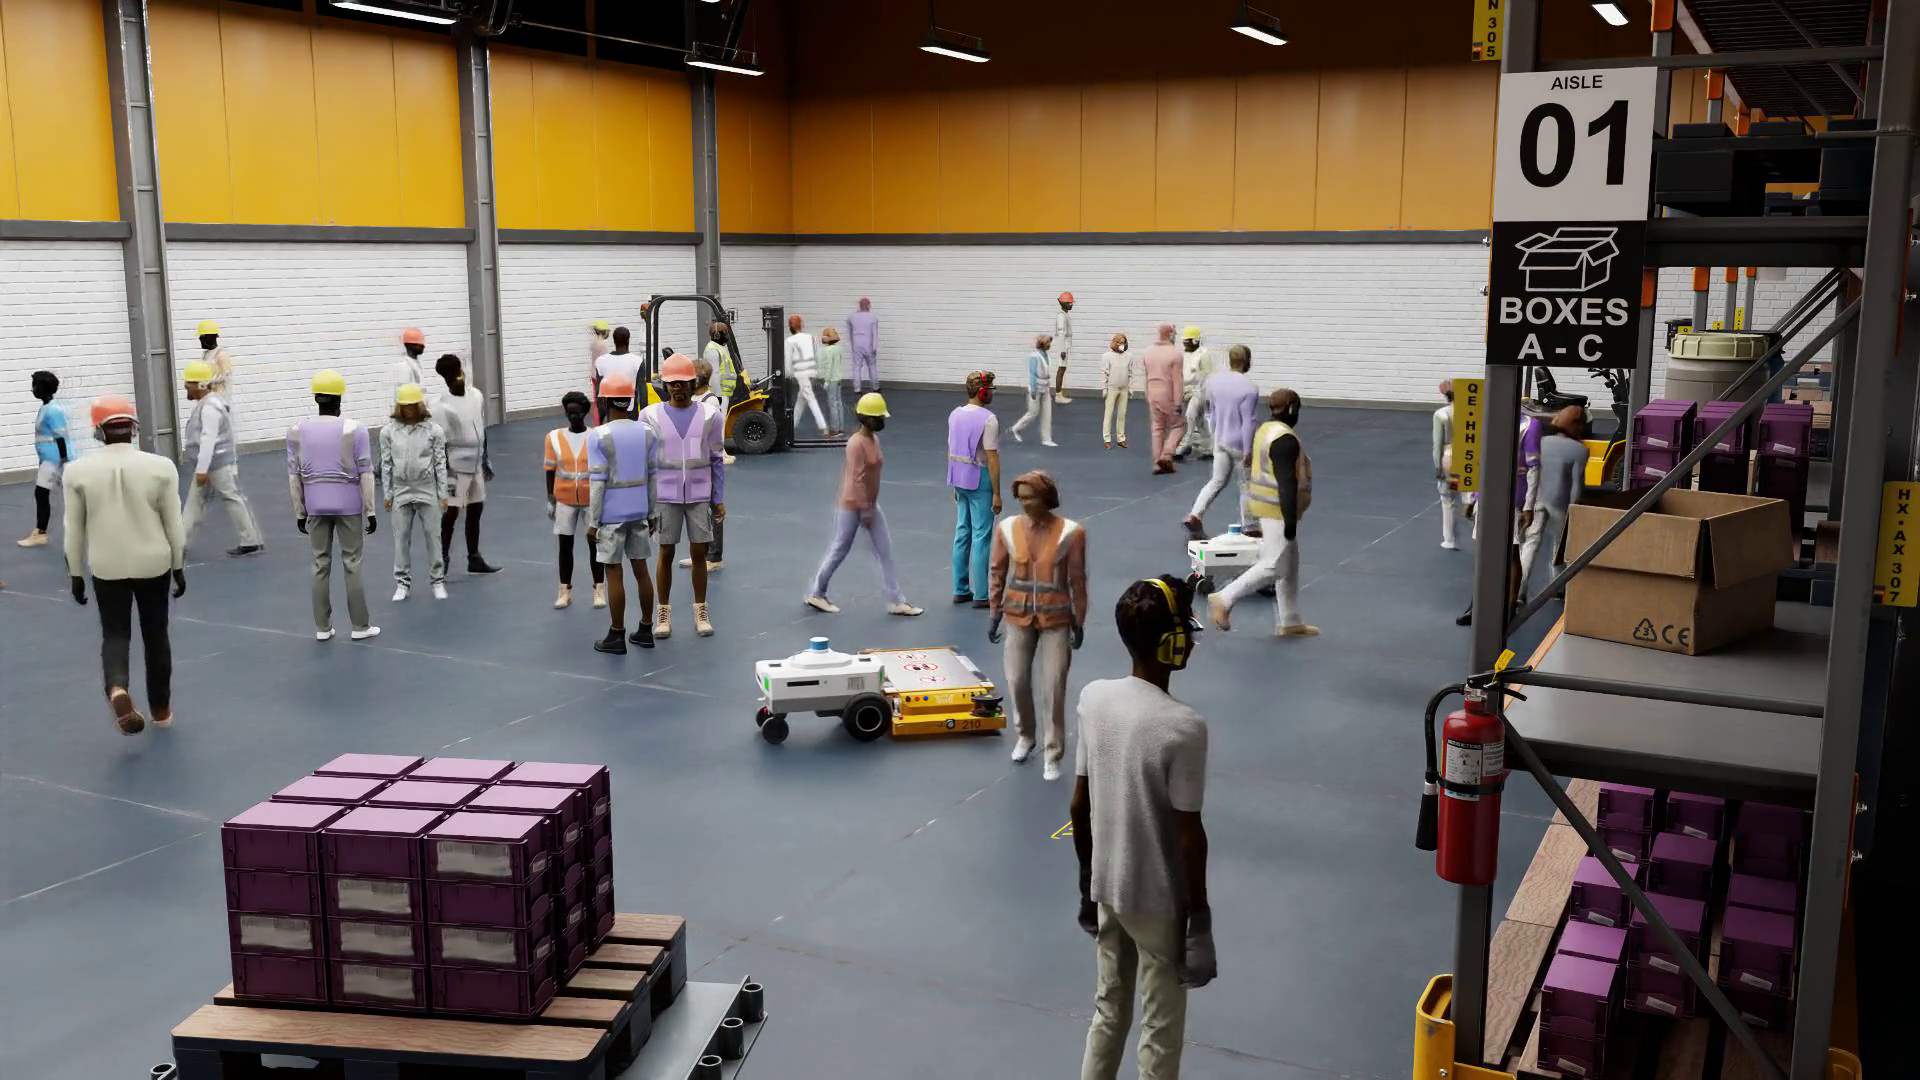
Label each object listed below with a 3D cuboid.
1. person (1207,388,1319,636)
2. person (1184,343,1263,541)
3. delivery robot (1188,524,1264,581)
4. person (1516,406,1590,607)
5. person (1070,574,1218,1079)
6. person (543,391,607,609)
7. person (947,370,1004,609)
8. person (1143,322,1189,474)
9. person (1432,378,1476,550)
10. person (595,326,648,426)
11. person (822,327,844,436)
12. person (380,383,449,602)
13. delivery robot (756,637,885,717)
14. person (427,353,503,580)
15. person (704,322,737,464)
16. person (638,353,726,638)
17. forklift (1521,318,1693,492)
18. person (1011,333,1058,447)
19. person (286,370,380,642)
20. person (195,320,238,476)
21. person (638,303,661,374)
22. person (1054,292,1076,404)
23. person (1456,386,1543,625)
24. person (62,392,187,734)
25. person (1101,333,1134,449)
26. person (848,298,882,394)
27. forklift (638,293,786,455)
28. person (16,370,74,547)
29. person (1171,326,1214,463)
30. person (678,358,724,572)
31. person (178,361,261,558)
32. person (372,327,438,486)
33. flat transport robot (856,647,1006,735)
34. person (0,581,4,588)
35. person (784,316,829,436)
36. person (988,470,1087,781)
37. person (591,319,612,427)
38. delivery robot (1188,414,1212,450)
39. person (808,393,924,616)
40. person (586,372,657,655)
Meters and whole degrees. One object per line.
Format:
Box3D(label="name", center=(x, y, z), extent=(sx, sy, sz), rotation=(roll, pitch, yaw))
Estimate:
Box3D(label="person", center=(2.186, -0.187, 11.907), extent=(0.753, 1.800, 0.656), rotation=(0, 10, 0))
Box3D(label="person", center=(2.537, -0.910, 15.754), extent=(0.910, 1.911, 0.641), rotation=(-7, 12, -35))
Box3D(label="delivery robot", center=(2.210, 0.118, 13.419), extent=(0.707, 0.478, 0.477), rotation=(-2, 10, -10))
Box3D(label="person", center=(4.596, -0.259, 12.917), extent=(0.831, 1.578, 0.569), rotation=(-7, 12, -37))
Box3D(label="person", center=(0.522, 1.018, 4.675), extent=(0.335, 1.873, 0.520), rotation=(-7, 12, -35))
Box3D(label="person", center=(-2.940, -0.308, 12.853), extent=(0.537, 1.696, 0.317), rotation=(-1, 10, -6))
Box3D(label="person", center=(0.110, -0.391, 12.904), extent=(0.372, 1.843, 0.570), rotation=(-7, 12, -36))
Box3D(label="person", center=(2.566, -1.745, 20.611), extent=(0.435, 1.886, 0.665), rotation=(-8, 13, -40))
Box3D(label="person", center=(4.576, -0.675, 15.198), extent=(0.533, 1.612, 0.589), rotation=(-1, 10, -7))
Box3D(label="person", center=(-3.828, -1.456, 18.865), extent=(0.597, 1.914, 0.372), rotation=(1, 10, 7))
Box3D(label="person", center=(-1.920, -2.371, 24.975), extent=(0.271, 1.632, 0.503), rotation=(3, 10, 18))
Box3D(label="person", center=(-4.299, -0.375, 13.124), extent=(0.490, 1.740, 0.315), rotation=(-2, 10, -12))
Box3D(label="delivery robot", center=(-0.799, 0.798, 9.480), extent=(0.707, 0.478, 0.477), rotation=(-3, 10, -14))
Box3D(label="person", center=(-4.180, -0.609, 13.957), extent=(0.377, 1.927, 0.720), rotation=(4, 11, 21))
Box3D(label="person", center=(-3.131, -1.919, 21.755), extent=(0.429, 1.846, 0.625), rotation=(0, 10, -2))
Box3D(label="person", center=(-1.975, -0.310, 11.861), extent=(0.615, 2.041, 0.392), rotation=(-2, 10, -14))
Box3D(label="forklift", center=(7.066, -1.601, 18.899), extent=(2.313, 2.155, 1.214), rotation=(5, 11, 27))
Box3D(label="person", center=(1.065, -2.138, 23.650), extent=(0.643, 1.616, 0.542), rotation=(7, 12, 35))
Box3D(label="person", center=(-4.423, -0.235, 11.764), extent=(0.587, 1.927, 0.369), rotation=(0, 10, -2))
Box3D(label="person", center=(-9.140, -1.729, 20.413), extent=(0.595, 1.925, 0.374), rotation=(9, 13, 42))
Box3D(label="person", center=(-5.389, -3.149, 28.771), extent=(0.353, 1.880, 0.577), rotation=(-9, 13, -41))
Box3D(label="person", center=(1.922, -3.513, 30.406), extent=(0.391, 2.040, 0.615), rotation=(1, 10, 6))
Box3D(label="person", center=(3.932, -0.297, 12.129), extent=(0.384, 1.927, 0.544), rotation=(-9, 13, -43))
Box3D(label="person", center=(-4.707, 0.158, 9.399), extent=(0.615, 1.970, 0.731), rotation=(-4, 11, -23))
Box3D(label="person", center=(2.215, -2.094, 23.381), extent=(0.497, 1.632, 0.289), rotation=(-4, 11, -24))
Box3D(label="person", center=(-1.851, -3.789, 32.529), extent=(0.646, 1.863, 0.864), rotation=(3, 10, 15))
Box3D(label="forklift", center=(-3.588, -2.317, 23.042), extent=(2.313, 2.155, 1.214), rotation=(-1, 10, -5))
Box3D(label="person", center=(-8.473, -0.784, 15.708), extent=(0.830, 1.665, 0.529), rotation=(-5, 11, -27))
Box3D(label="person", center=(2.985, -1.892, 21.745), extent=(0.884, 1.787, 0.595), rotation=(-3, 10, -16))
Box3D(label="person", center=(-2.232, -0.642, 14.361), extent=(0.345, 1.846, 0.508), rotation=(-6, 11, -31))
Box3D(label="person", center=(-6.753, -0.692, 14.818), extent=(0.934, 1.777, 0.615), rotation=(-6, 11, -30))
Box3D(label="person", center=(-6.483, -1.555, 19.534), extent=(0.990, 1.896, 0.542), rotation=(-1, 10, -8))
Box3D(label="flat transport robot", center=(-0.211, 0.882, 10.086), extent=(0.652, 0.197, 1.431), rotation=(-2, 10, -13))
Box3D(label="person", center=(-8.017, -0.519, 13.376), extent=(0.355, 1.937, 0.634), rotation=(0, 10, 0))
Box3D(label="person", center=(-2.345, -2.463, 25.037), extent=(1.072, 1.810, 0.581), rotation=(8, 13, 40))
Box3D(label="person", center=(0.407, 0.439, 8.779), extent=(0.526, 1.630, 0.356), rotation=(2, 10, 14))
Box3D(label="person", center=(-5.275, -2.416, 24.862), extent=(0.489, 1.751, 0.554), rotation=(-6, 12, -33))
Box3D(label="delivery robot", center=(3.392, -1.475, 22.643), extent=(0.477, 0.478, 0.707), rotation=(9, 13, 41))
Box3D(label="person", center=(-0.768, -0.265, 12.562), extent=(0.900, 1.708, 0.522), rotation=(4, 11, 23))
Box3D(label="person", center=(-2.337, -0.185, 11.441), extent=(0.357, 1.936, 0.551), rotation=(9, 13, 43))
